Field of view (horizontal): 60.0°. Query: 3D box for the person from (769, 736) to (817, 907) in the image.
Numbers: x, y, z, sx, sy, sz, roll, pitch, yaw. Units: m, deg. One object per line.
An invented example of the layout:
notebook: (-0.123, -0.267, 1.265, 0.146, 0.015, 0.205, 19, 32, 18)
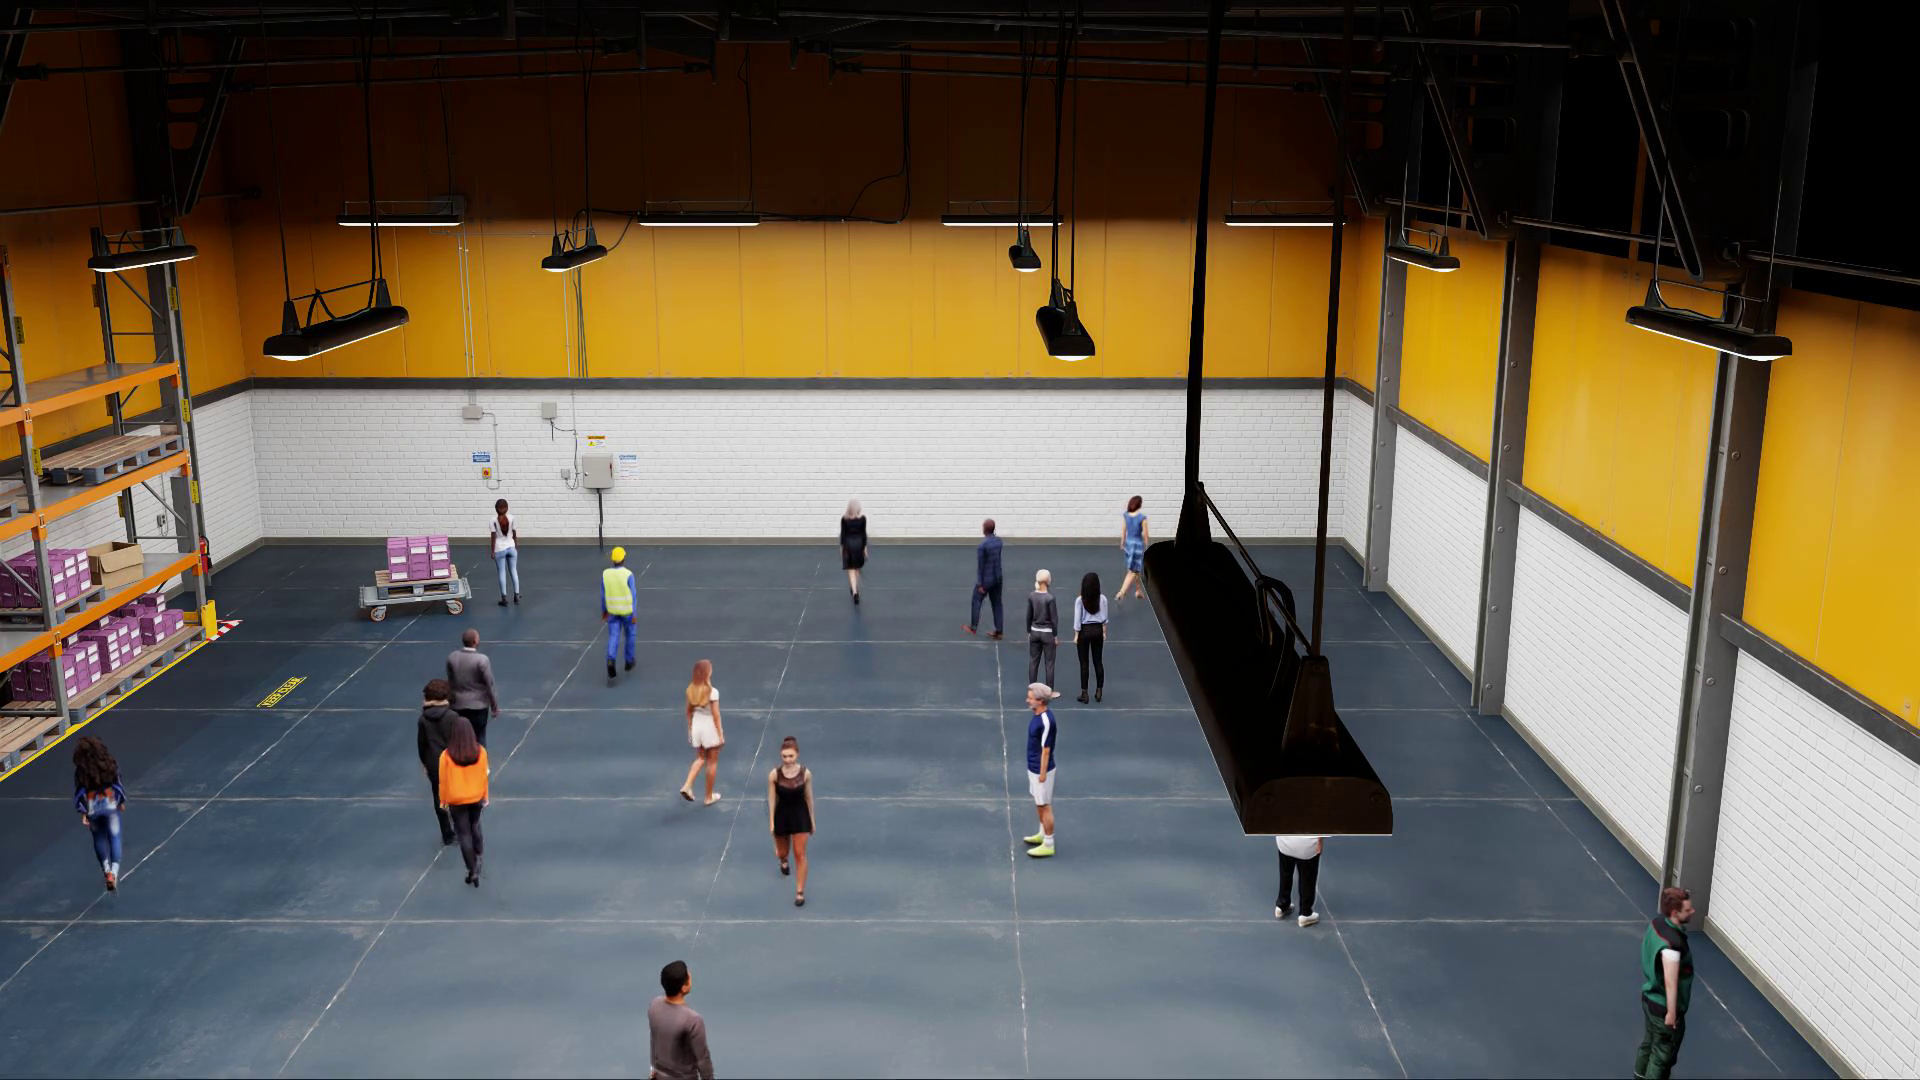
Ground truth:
person: (-1.629, 2.676, 16.135, 0.639, 1.660, 0.888, -2, 14, -8)

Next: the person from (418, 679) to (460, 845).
person: (-5.376, 2.338, 17.309, 0.682, 1.765, 0.633, -2, 14, -6)

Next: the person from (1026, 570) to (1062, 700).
person: (1.092, 1.230, 21.965, 0.687, 1.727, 0.703, 9, 16, 33)

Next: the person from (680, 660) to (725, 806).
person: (-2.851, 2.148, 18.271, 0.795, 1.681, 0.895, 9, 16, 32)

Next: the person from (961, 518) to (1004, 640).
person: (0.497, 0.588, 24.466, 0.995, 1.797, 1.072, -12, 18, -40)

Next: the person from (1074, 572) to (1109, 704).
person: (1.702, 1.269, 21.770, 0.720, 1.743, 0.672, -5, 14, -19)

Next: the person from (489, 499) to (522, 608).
person: (-7.194, 0.183, 26.305, 0.671, 1.719, 0.696, -9, 16, -33)

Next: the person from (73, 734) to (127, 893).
person: (-8.374, 2.681, 16.260, 0.874, 1.592, 1.096, -6, 15, -24)

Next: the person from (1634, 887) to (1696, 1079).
person: (5.296, 3.466, 12.490, 0.715, 1.841, 0.520, 1, 14, 5)

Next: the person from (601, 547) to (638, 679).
person: (-4.673, 1.007, 22.750, 0.703, 1.790, 1.132, 1, 14, 3)

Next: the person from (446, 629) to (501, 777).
person: (-5.610, 1.915, 18.965, 0.807, 1.807, 0.802, 2, 14, 9)

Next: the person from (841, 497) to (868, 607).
person: (-1.674, 0.219, 26.194, 0.683, 1.702, 1.160, -2, 14, -8)

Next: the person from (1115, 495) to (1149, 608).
person: (2.685, 0.218, 26.056, 1.183, 1.769, 1.123, -13, 19, -43)

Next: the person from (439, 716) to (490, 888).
person: (-4.820, 2.589, 16.331, 0.759, 1.737, 0.814, -12, 18, -40)

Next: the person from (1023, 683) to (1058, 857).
person: (0.843, 2.338, 17.159, 0.715, 1.834, 0.524, -2, 14, -8)

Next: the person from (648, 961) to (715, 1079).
person: (-2.018, 3.759, 11.462, 0.788, 1.754, 0.830, 7, 15, 27)
